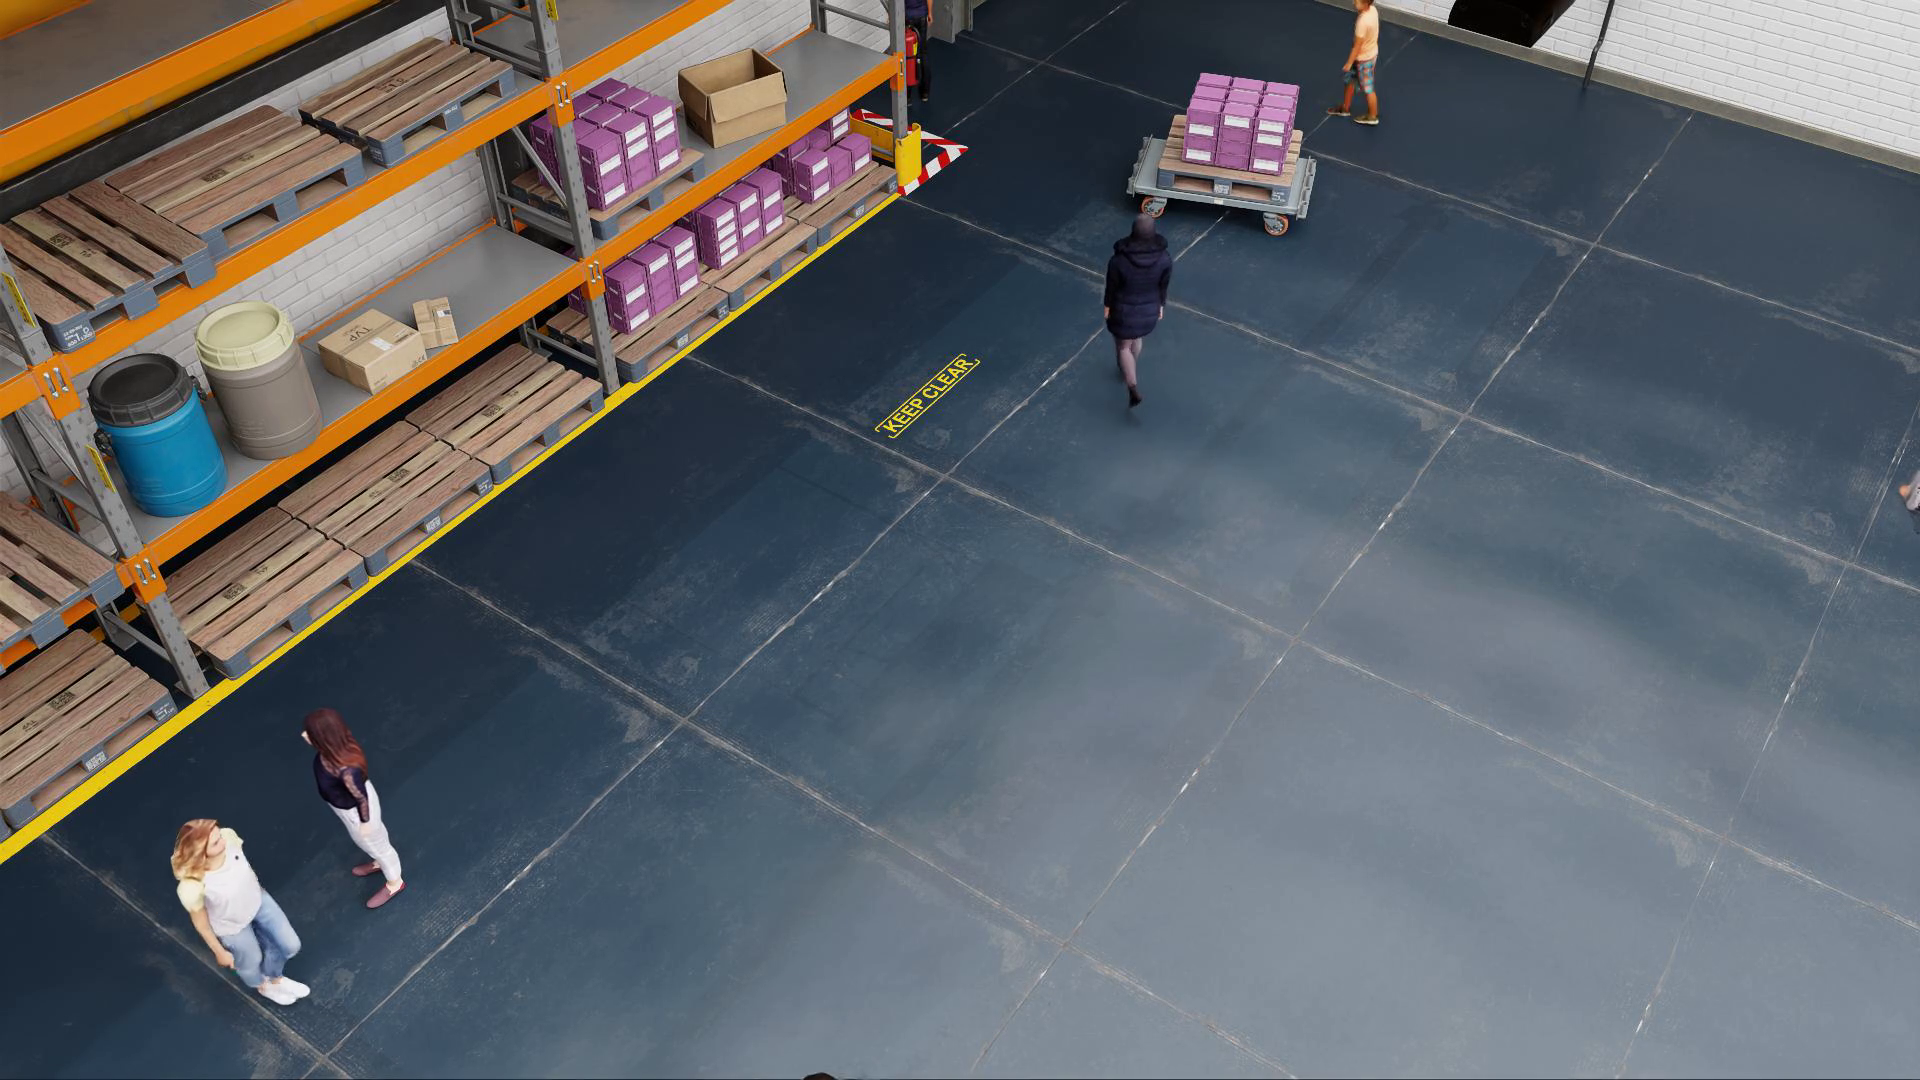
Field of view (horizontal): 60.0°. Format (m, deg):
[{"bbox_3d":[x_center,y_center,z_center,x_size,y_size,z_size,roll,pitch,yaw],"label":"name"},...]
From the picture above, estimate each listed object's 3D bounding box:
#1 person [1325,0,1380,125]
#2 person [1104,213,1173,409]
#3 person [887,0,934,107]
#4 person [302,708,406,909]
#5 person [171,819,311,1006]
[{"bbox_3d":[4.017,-4.724,16.254,0.741,1.426,0.774,17,46,17],"label":"person"},{"bbox_3d":[1.372,-1.779,12.997,1.047,1.654,1.106,-7,44,-7],"label":"person"},{"bbox_3d":[-0.485,-5.177,16.462,0.646,1.793,0.785,-19,47,-18],"label":"person"},{"bbox_3d":[-3.494,1.521,9.567,0.672,1.607,0.674,-21,47,-20],"label":"person"},{"bbox_3d":[-3.971,2.023,8.968,0.814,1.707,0.712,10,45,11],"label":"person"}]
